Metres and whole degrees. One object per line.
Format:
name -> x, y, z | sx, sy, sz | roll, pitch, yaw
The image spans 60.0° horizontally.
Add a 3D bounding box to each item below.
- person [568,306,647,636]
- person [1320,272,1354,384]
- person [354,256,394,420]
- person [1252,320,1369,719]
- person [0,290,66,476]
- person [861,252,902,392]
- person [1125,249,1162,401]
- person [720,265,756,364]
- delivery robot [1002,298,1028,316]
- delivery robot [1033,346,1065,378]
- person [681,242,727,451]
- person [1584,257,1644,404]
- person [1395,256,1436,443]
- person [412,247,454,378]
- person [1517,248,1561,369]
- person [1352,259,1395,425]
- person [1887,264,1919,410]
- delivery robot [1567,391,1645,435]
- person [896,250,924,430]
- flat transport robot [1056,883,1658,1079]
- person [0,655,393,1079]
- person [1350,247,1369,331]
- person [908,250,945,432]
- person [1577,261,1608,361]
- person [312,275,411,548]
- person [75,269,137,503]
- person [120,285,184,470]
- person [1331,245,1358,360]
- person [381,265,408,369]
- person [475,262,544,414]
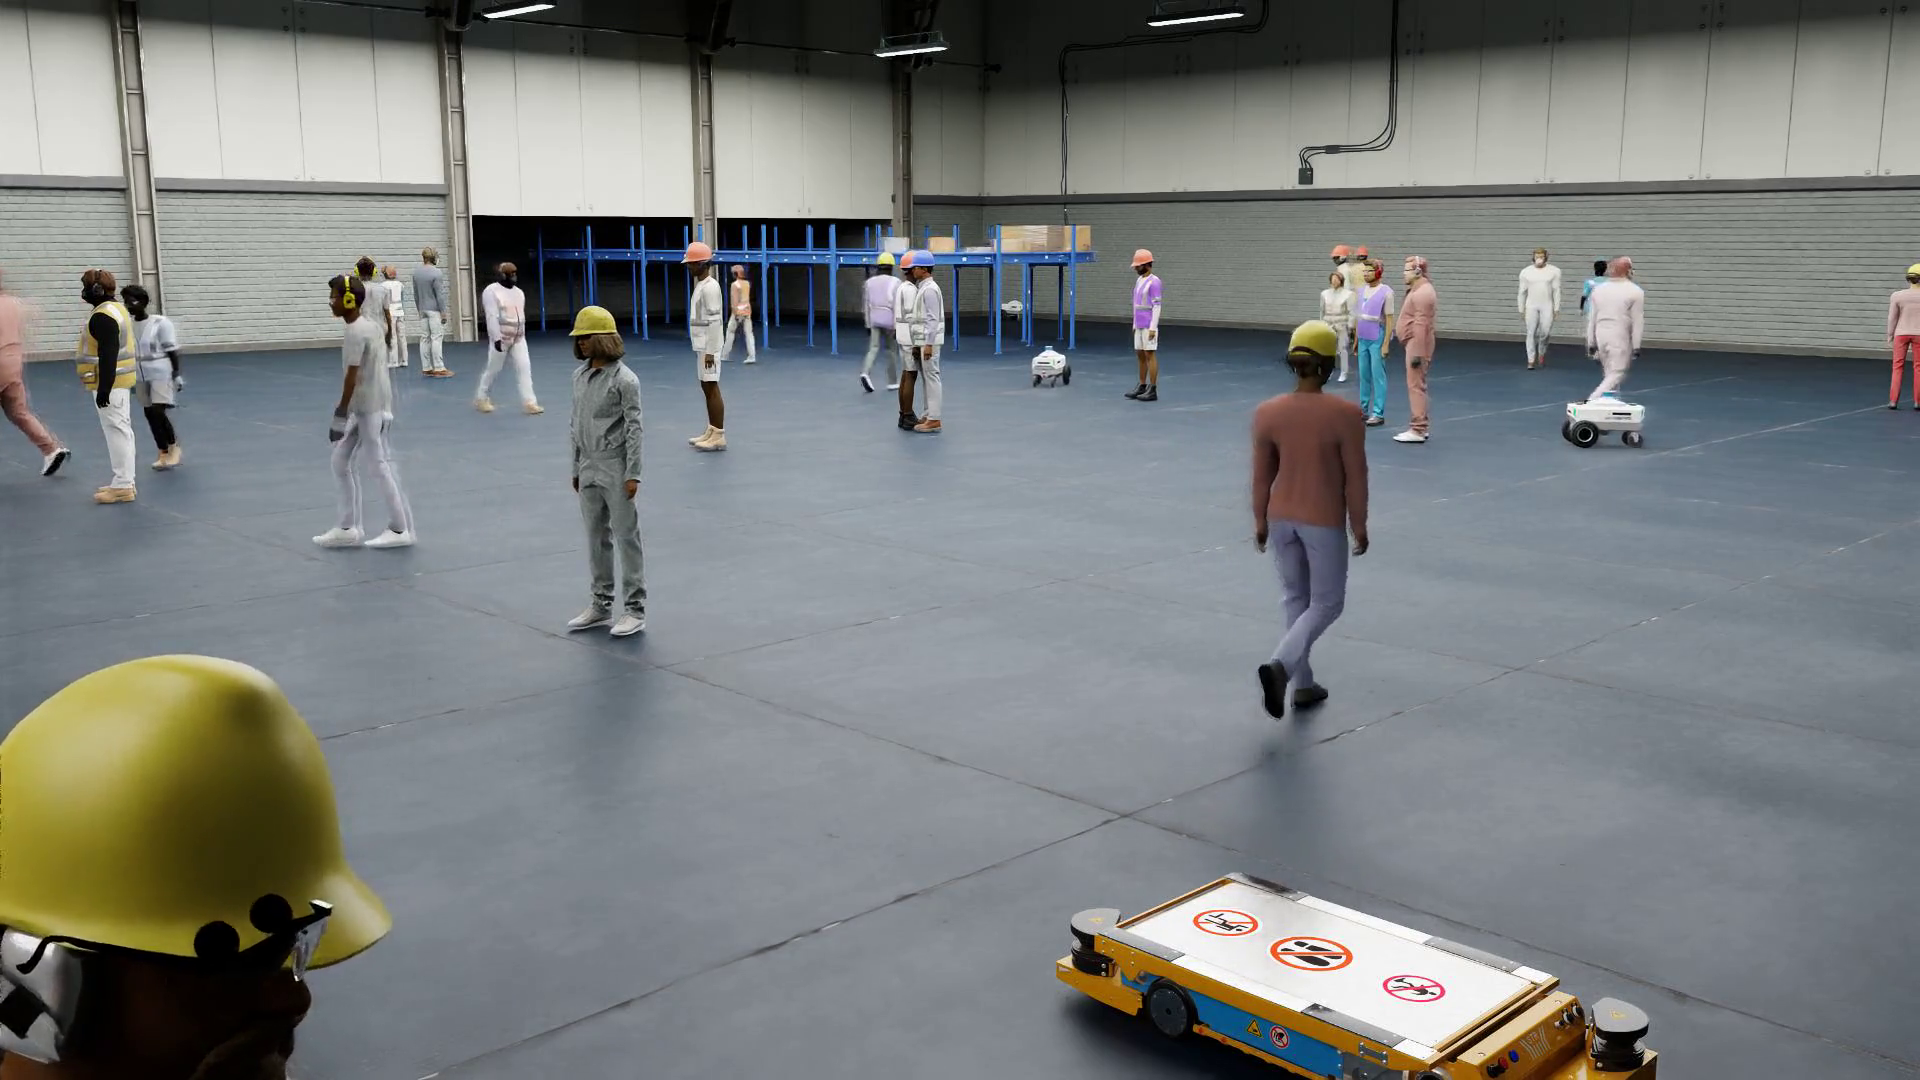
person -> -1.891, -0.365, 8.826 | 0.489, 1.743, 0.322 | 8, 13, 36
person -> 5.394, -3.038, 23.809 | 0.532, 1.592, 0.857 | 6, 12, 29
person -> -6.752, -2.300, 19.039 | 0.513, 1.872, 0.328 | -6, 12, -31
person -> 1.489, -0.083, 7.265 | 0.531, 1.747, 0.662 | 9, 14, 41
person -> -8.365, -1.473, 14.516 | 0.888, 1.871, 0.657 | 1, 10, 4
person -> -1.081, -2.963, 22.610 | 0.600, 1.894, 0.894 | 5, 11, 24
person -> 2.373, -2.771, 21.459 | 0.395, 1.937, 0.548 | -4, 11, -22
person -> -3.718, -3.734, 27.582 | 0.793, 1.607, 0.521 | 6, 12, 30
delivery robot -> 1.381, -5.810, 41.623 | 0.477, 0.478, 0.707 | -10, 14, -44
delivery robot -> 1.269, -2.516, 23.663 | 0.477, 0.478, 0.707 | 3, 11, 16
person -> -2.541, -1.914, 16.466 | 0.394, 2.039, 0.614 | -3, 11, -17
person -> 7.293, -2.226, 18.615 | 0.825, 1.877, 0.647 | -6, 12, -30
person -> 4.698, -1.969, 17.179 | 0.400, 1.897, 0.642 | 3, 11, 15
person -> -7.884, -3.400, 24.845 | 0.633, 1.939, 0.368 | 7, 12, 33
person -> 9.157, -3.668, 26.344 | 0.657, 1.922, 0.439 | 4, 11, 19
person -> 4.643, -2.222, 18.671 | 0.393, 1.847, 0.563 | -5, 11, -24
person -> 11.589, -2.474, 20.274 | 0.526, 1.765, 0.329 | 6, 12, 32
delivery robot -> 6.543, -1.268, 16.858 | 0.707, 0.478, 0.477 | 2, 11, 9
person -> -0.522, -2.189, 18.230 | 0.343, 1.942, 0.552 | -2, 11, -12
flat transport robot -> 1.002, 1.205, 4.401 | 0.652, 0.197, 1.431 | -10, 14, -44
person -> -0.571, 0.981, 1.268 | 0.404, 1.826, 0.587 | -2, 11, -10
person -> 7.301, -4.353, 30.163 | 0.558, 1.893, 0.932 | 5, 12, 27
person -> -0.365, -2.153, 18.019 | 0.403, 1.948, 0.605 | -1, 10, -7
person -> 10.799, -3.902, 28.313 | 0.541, 1.673, 0.641 | -2, 11, -9
person -> -4.117, -0.840, 11.194 | 0.775, 1.834, 0.530 | -4, 11, -20
person -> -6.822, -1.236, 13.315 | 0.429, 1.844, 0.627 | -4, 11, -19
person -> -7.268, -1.456, 14.958 | 0.550, 1.668, 0.419 | 2, 11, 11
person -> 6.435, -3.950, 27.800 | 0.929, 1.962, 0.614 | 2, 11, 12
person -> -9.062, -3.566, 26.573 | 0.311, 1.636, 0.523 | 4, 11, 22
person -> -5.459, -2.417, 19.889 | 0.951, 1.802, 0.626 | 7, 12, 33
